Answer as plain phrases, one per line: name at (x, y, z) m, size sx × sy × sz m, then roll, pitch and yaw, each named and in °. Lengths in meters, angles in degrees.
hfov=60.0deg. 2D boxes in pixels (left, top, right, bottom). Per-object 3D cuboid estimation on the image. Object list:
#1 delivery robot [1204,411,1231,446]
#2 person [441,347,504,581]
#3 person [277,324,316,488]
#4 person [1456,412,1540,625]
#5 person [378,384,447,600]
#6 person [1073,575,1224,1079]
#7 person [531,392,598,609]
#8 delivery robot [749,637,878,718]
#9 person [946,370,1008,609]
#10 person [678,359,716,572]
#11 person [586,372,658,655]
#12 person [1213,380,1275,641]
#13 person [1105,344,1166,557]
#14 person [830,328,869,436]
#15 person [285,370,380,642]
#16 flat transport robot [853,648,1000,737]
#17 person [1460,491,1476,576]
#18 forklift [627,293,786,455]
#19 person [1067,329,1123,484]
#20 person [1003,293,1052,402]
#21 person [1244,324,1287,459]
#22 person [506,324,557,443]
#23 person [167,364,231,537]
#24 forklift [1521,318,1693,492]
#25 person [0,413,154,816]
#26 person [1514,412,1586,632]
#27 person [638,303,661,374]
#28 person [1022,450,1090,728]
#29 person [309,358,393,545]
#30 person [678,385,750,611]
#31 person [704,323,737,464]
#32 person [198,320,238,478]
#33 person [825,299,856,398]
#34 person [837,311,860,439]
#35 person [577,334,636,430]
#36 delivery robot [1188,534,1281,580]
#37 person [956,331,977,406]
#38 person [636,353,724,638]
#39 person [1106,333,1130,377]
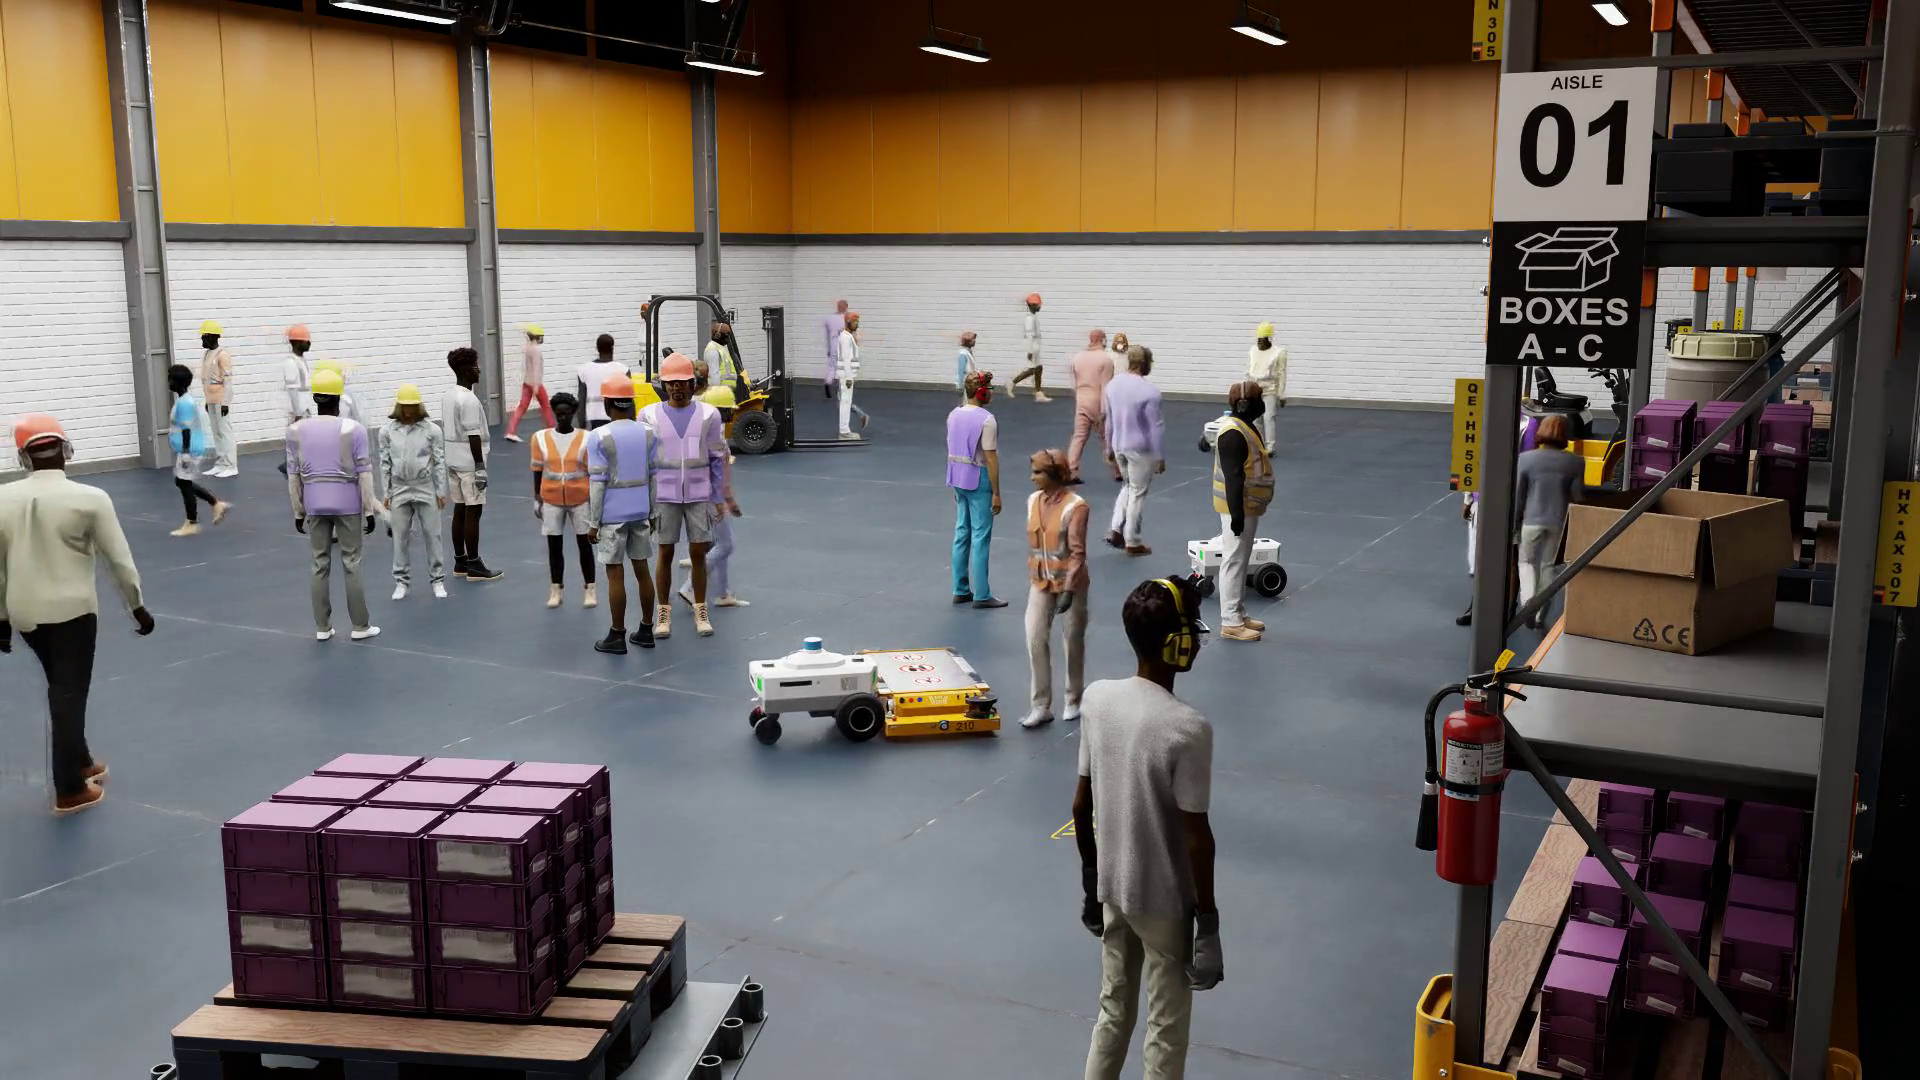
delivery robot at (3.692, -1.533, 22.975) m, size 0.477 × 0.478 × 0.707 m, roll 9°, pitch 13°, yaw 41°
person at (-4.132, -0.640, 13.995) m, size 0.368 × 1.966 × 0.602 m, roll -7°, pitch 12°, yaw -37°
person at (-7.684, -1.546, 19.359) m, size 0.460 × 1.925 × 0.573 m, roll -1°, pitch 10°, yaw -8°
person at (3.917, -0.301, 12.123) m, size 0.551 × 1.933 × 0.371 m, roll 9°, pitch 14°, yaw 44°
person at (-4.320, -0.376, 13.172) m, size 0.494 × 1.732 × 0.385 m, roll -2°, pitch 10°, yaw -11°
person at (0.537, 1.020, 4.667) m, size 0.310 × 1.869 × 0.532 m, roll -8°, pitch 12°, yaw -38°
person at (-3.032, -0.303, 12.850) m, size 0.533 × 1.694 × 0.318 m, roll -1°, pitch 10°, yaw -6°
delivery robot at (-0.838, 0.799, 9.473) m, size 0.707 × 0.478 × 0.477 m, roll -2°, pitch 10°, yaw -14°
person at (0.110, -0.390, 12.893) m, size 0.382 × 1.845 × 0.571 m, roll -7°, pitch 12°, yaw -36°
person at (-2.230, -0.638, 14.353) m, size 0.344 × 1.839 × 0.504 m, roll -6°, pitch 11°, yaw -30°
person at (-2.328, -0.183, 11.431) m, size 0.356 × 1.938 × 0.545 m, roll 9°, pitch 13°, yaw 43°
person at (2.030, -0.217, 11.906) m, size 0.429 × 1.845 × 0.625 m, roll 3°, pitch 10°, yaw 17°
person at (1.597, -0.796, 15.012) m, size 0.436 × 1.927 × 0.662 m, roll -8°, pitch 13°, yaw -38°
person at (-1.673, -2.367, 24.967) m, size 0.511 × 1.617 × 0.514 m, roll 1°, pitch 10°, yaw 3°
person at (-4.431, -0.236, 11.766) m, size 0.585 × 1.928 × 0.369 m, roll 0°, pitch 10°, yaw -1°
flat transport robot at (-0.236, 0.887, 10.058) m, size 0.652 × 0.197 × 1.431 m, roll -2°, pitch 10°, yaw -12°
person at (4.500, -0.505, 14.226) m, size 0.545 × 1.601 × 0.617 m, roll 8°, pitch 13°, yaw 38°
forklift at (-3.588, -2.317, 23.042) m, size 2.313 × 2.155 × 1.214 m, roll -1°, pitch 10°, yaw -5°
person at (1.641, -1.590, 19.850) m, size 1.015 × 1.843 × 0.655 m, roll -9°, pitch 13°, yaw -41°
person at (1.265, -3.531, 30.592) m, size 0.818 × 2.018 × 0.616 m, roll 2°, pitch 10°, yaw 12°
person at (4.114, -1.984, 22.340) m, size 0.596 × 1.808 × 0.671 m, roll 10°, pitch 14°, yaw 44°
person at (-6.189, -2.264, 24.138) m, size 0.961 × 1.716 × 0.534 m, roll -7°, pitch 12°, yaw -35°
person at (-7.450, -0.870, 16.151) m, size 0.471 × 1.687 × 0.537 m, roll -5°, pitch 11°, yaw -26°
forklift at (7.066, -1.601, 18.899) m, size 2.313 × 2.155 × 1.214 m, roll 5°, pitch 11°, yaw 27°
person at (-4.417, 0.344, 8.312) m, size 0.651 × 1.955 × 0.778 m, roll 0°, pitch 10°, yaw 3°
person at (4.210, -0.106, 11.938) m, size 0.506 × 1.612 × 0.495 m, roll 2°, pitch 10°, yaw 10°
person at (-5.383, -3.149, 28.767) m, size 0.356 × 1.883 × 0.573 m, roll -9°, pitch 13°, yaw -41°
person at (0.543, 0.283, 9.661) m, size 0.504 × 1.611 × 0.583 m, roll 7°, pitch 12°, yaw 34°
person at (-5.672, -0.821, 15.581) m, size 0.802 × 1.790 × 0.628 m, roll -4°, pitch 11°, yaw -23°
person at (-1.894, -0.306, 12.715) m, size 0.467 × 1.753 × 0.534 m, roll -2°, pitch 10°, yaw -9°
person at (-3.129, -1.916, 21.763) m, size 0.429 × 1.838 × 0.622 m, roll 0°, pitch 10°, yaw -1°
person at (-9.129, -1.734, 20.432) m, size 0.589 × 1.930 × 0.360 m, roll 9°, pitch 13°, yaw 42°
person at (-2.265, -3.587, 31.308) m, size 0.646 × 1.880 × 0.739 m, roll 3°, pitch 10°, yaw 17°
person at (-1.649, -2.424, 24.553) m, size 0.341 × 1.885 × 0.580 m, roll -1°, pitch 10°, yaw -3°
person at (-3.880, -1.321, 18.223) m, size 0.606 × 1.873 × 0.992 m, roll 1°, pitch 10°, yaw 7°
delivery robot at (2.210, 0.118, 13.419) m, size 0.707 × 0.478 × 0.477 m, roll -2°, pitch 10°, yaw -10°
person at (0.129, -2.193, 23.975) m, size 0.367 × 1.629 × 0.520 m, roll 2°, pitch 10°, yaw 11°
person at (-1.989, -0.313, 11.878) m, size 0.615 × 2.042 × 0.374 m, roll -3°, pitch 10°, yaw -14°
person at (2.226, -2.094, 23.378) m, size 0.498 × 1.633 × 0.284 m, roll -4°, pitch 11°, yaw -22°
